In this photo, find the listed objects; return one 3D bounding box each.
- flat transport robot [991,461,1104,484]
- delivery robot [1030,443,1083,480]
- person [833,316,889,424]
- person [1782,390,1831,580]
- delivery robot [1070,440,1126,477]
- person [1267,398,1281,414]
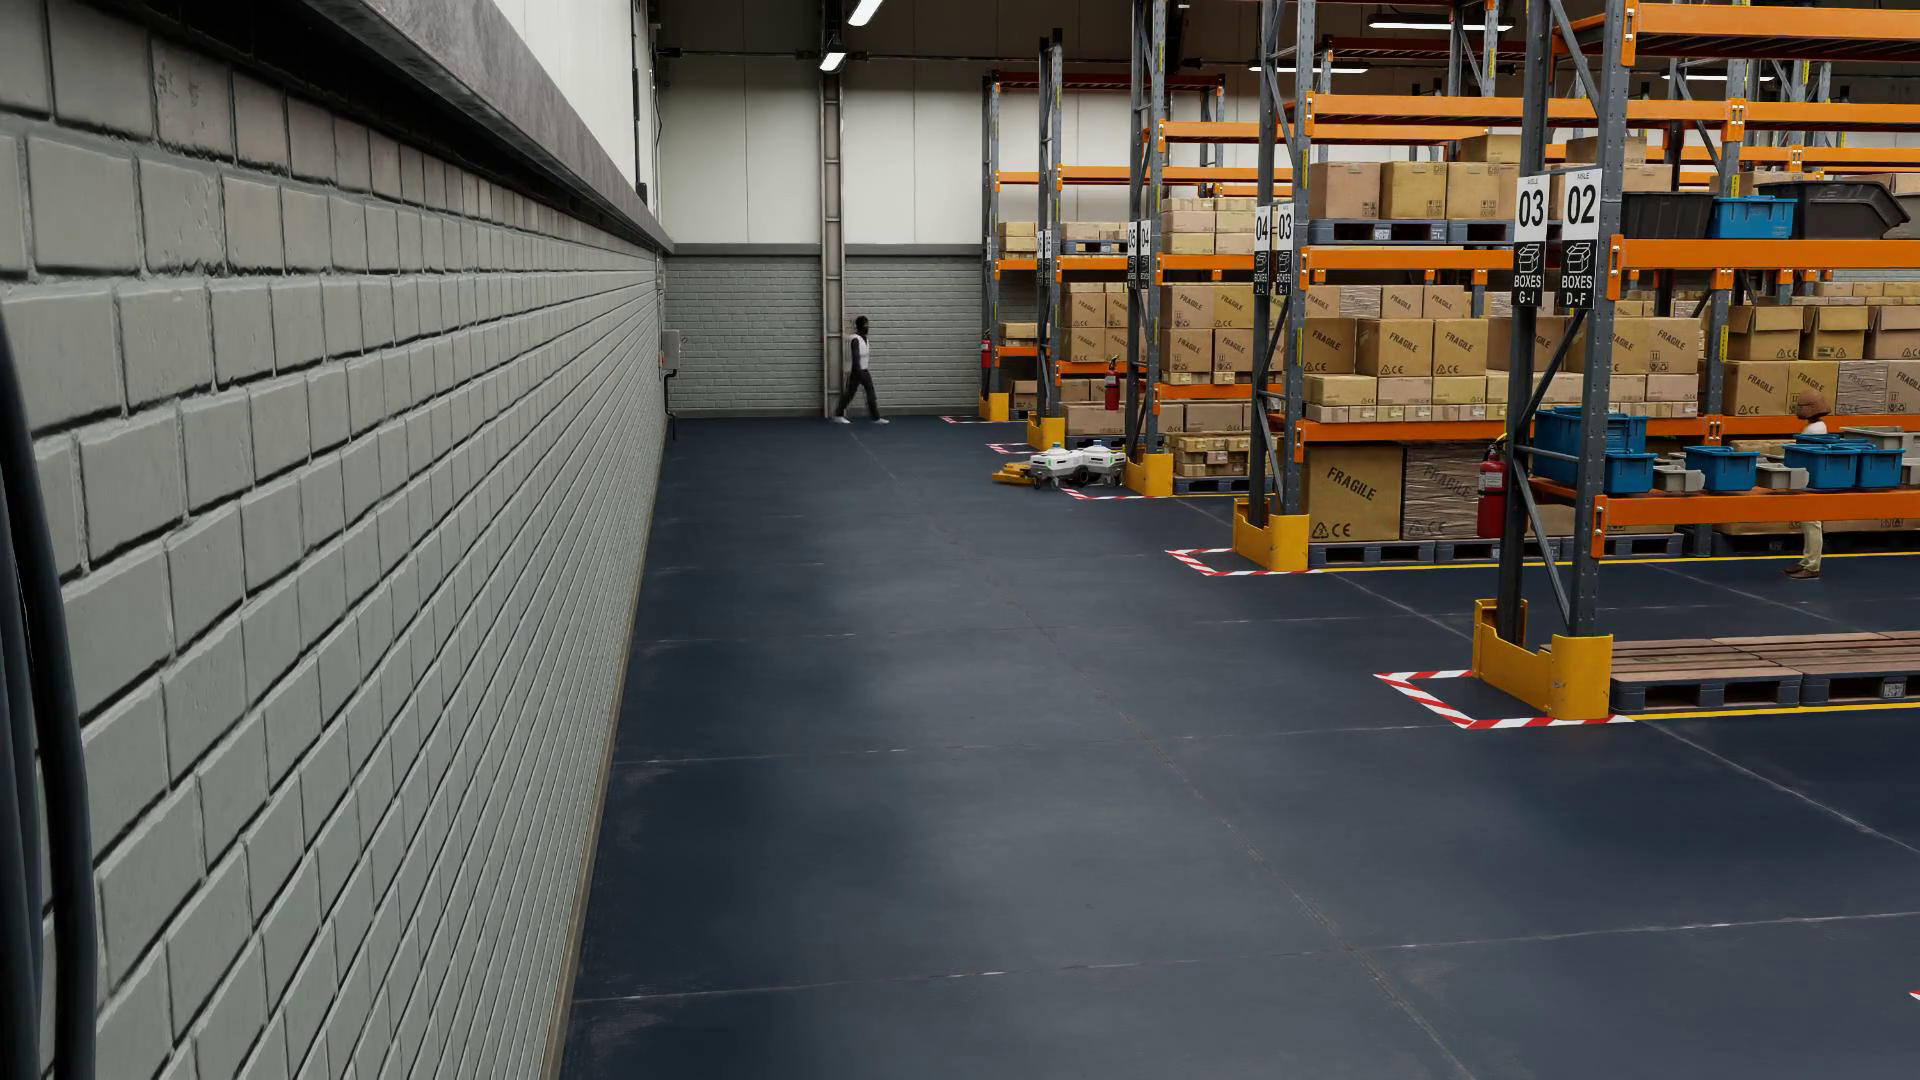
[{"bbox_3d":[1.118,-0.890,21.077,1.431,0.197,0.652,-9,13,-44],"label":"flat transport robot"},{"bbox_3d":[1.176,-0.944,20.251,0.477,0.478,0.707,8,12,40],"label":"delivery robot"},{"bbox_3d":[-1.759,-2.937,28.794,0.985,1.877,0.605,3,10,16],"label":"person"},{"bbox_3d":[7.306,-0.472,14.317,0.287,1.631,0.501,4,10,21],"label":"person"},{"bbox_3d":[1.694,-0.990,20.538,0.707,0.478,0.477,8,12,41],"label":"delivery robot"},{"bbox_3d":[4.582,-2.237,24.258,0.359,1.937,0.552,-4,10,-22],"label":"person"}]
